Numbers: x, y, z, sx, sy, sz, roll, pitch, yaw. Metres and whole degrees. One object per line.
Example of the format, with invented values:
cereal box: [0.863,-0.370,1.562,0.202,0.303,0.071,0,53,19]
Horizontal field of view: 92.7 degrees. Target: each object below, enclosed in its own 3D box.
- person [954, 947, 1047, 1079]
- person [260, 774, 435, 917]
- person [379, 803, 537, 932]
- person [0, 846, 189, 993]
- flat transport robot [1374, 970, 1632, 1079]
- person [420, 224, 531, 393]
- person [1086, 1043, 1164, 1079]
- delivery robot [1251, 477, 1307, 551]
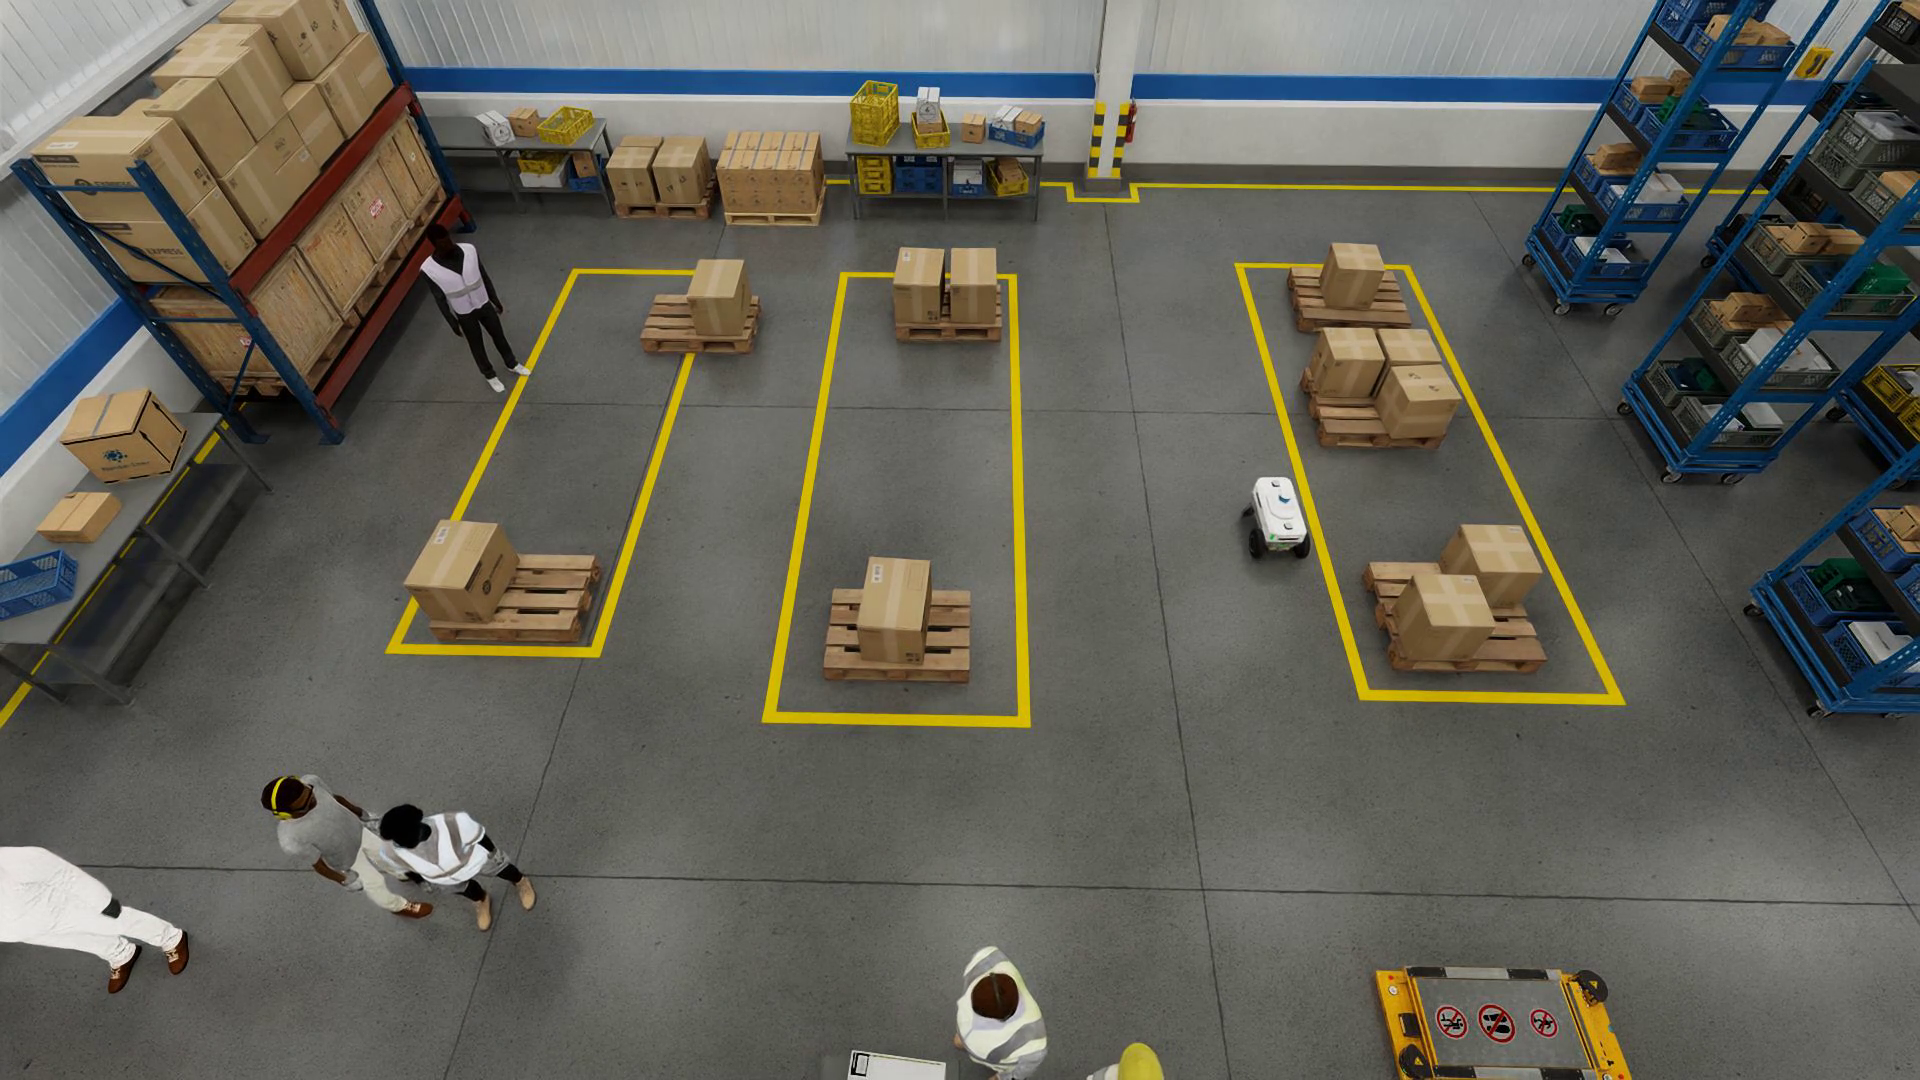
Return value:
person: [0.194,2.775,5.201,0.429,1.839,0.633,-24,55,-19]
person: [-3.884,1.959,5.860,0.328,1.856,0.518,-8,51,-7]
person: [-3.215,2.072,5.870,0.538,1.689,0.321,-20,54,-16]
person: [-5.523,2.282,5.556,0.651,1.913,0.409,-13,52,-11]
flat transport robot: [3.501,3.133,5.914,1.431,0.197,0.652,1,51,1]
person: [-4.987,-2.372,9.352,0.376,1.910,0.589,32,57,23]
person: [0.873,3.092,4.956,0.597,1.824,0.403,12,52,9]
delivery robot: [2.937,-0.259,8.439,0.477,0.478,0.707,0,51,0]
